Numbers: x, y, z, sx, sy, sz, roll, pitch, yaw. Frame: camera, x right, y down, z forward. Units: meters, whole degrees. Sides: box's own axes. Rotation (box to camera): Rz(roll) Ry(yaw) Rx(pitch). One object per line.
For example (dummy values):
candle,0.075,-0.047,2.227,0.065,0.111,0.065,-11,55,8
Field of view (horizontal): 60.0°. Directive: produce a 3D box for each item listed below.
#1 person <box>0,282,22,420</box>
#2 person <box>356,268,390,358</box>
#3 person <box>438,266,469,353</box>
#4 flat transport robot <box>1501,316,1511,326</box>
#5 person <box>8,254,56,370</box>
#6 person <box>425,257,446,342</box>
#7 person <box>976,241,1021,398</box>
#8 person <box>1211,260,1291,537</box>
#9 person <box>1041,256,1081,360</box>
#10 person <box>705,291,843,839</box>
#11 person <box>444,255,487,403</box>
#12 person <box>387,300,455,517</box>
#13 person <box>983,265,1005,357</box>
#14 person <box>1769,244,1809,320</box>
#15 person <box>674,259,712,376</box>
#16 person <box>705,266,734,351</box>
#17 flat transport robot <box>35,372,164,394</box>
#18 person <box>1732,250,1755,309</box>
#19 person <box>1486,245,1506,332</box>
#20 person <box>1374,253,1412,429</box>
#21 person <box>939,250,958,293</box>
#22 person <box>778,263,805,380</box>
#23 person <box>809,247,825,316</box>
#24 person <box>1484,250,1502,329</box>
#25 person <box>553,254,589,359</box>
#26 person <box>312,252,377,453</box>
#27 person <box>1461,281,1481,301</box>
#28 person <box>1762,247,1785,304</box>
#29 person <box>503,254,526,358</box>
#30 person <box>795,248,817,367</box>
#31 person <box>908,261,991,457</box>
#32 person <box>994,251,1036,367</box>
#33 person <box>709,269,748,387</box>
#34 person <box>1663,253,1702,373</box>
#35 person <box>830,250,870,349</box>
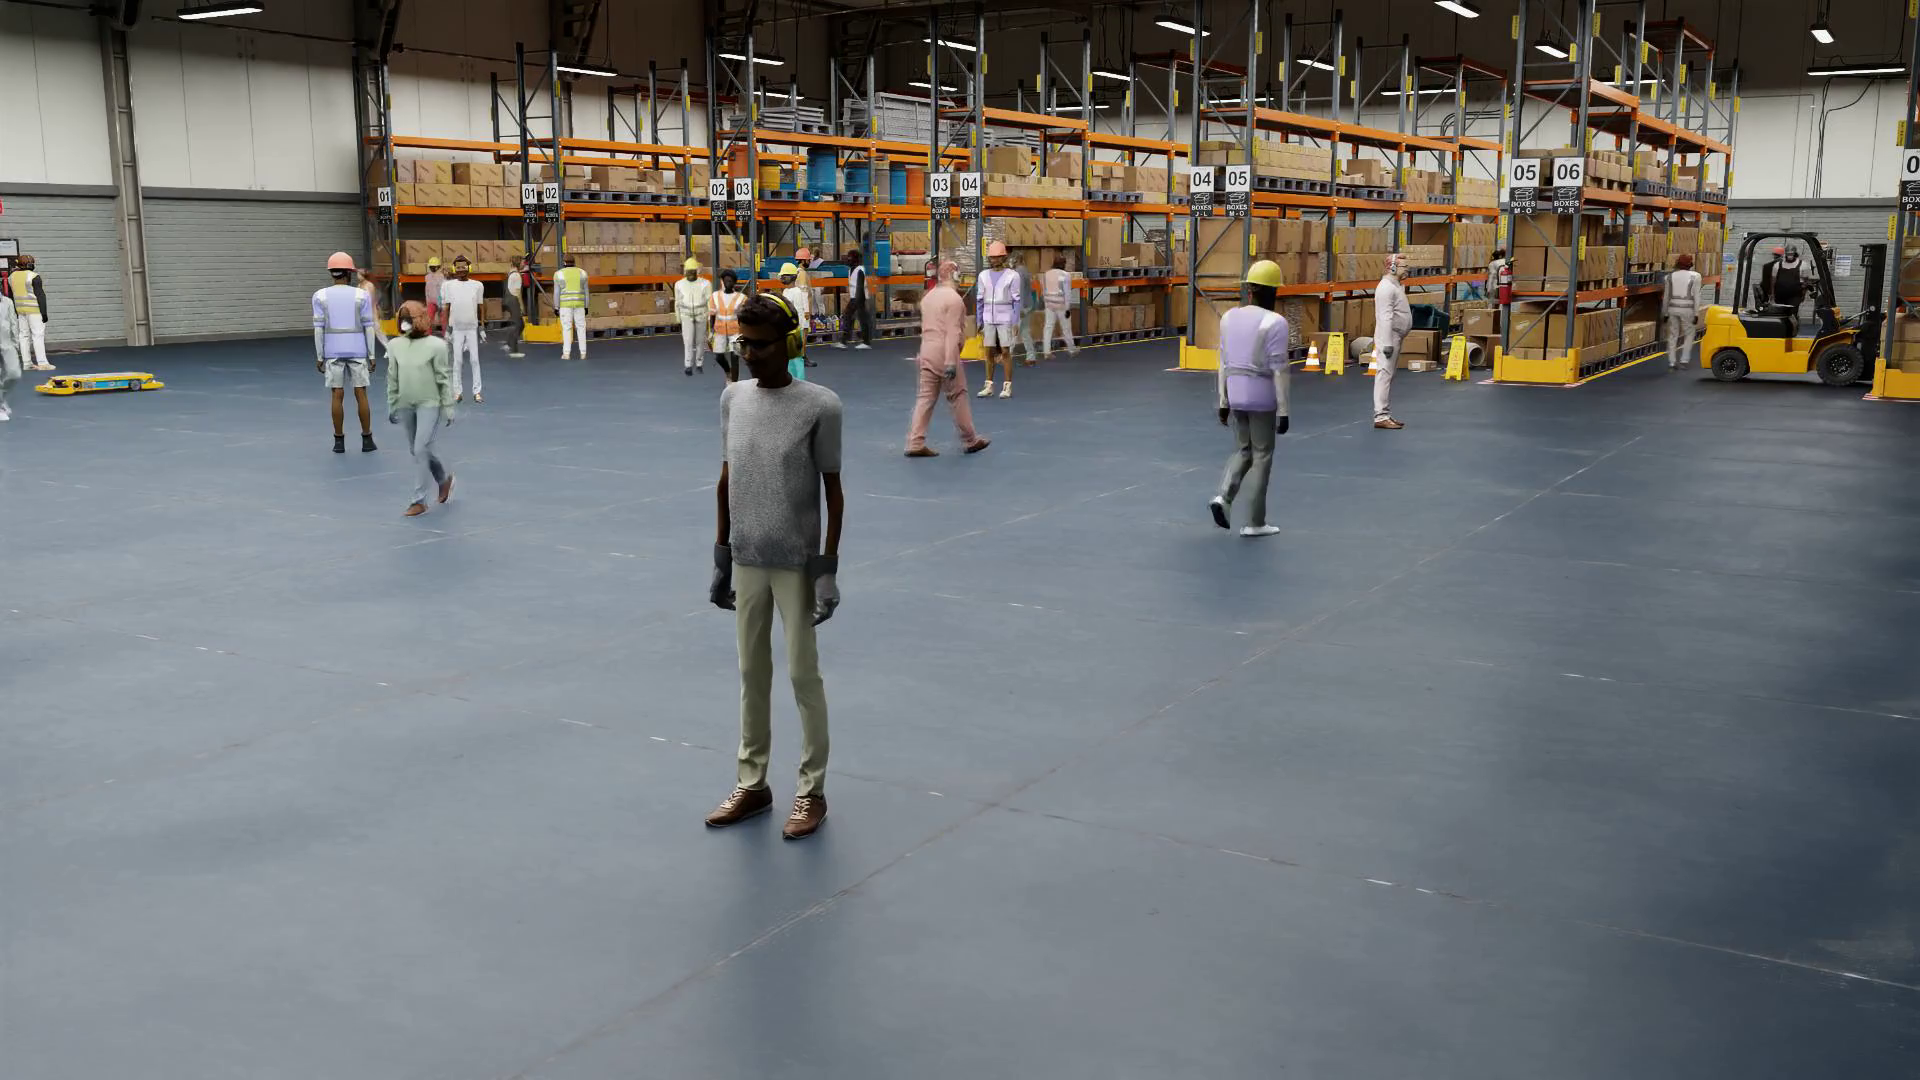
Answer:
person,-11.048,-2.232,19.073,0.408,1.724,0.500,7,12,34
person,-10.384,-3.985,29.266,0.525,1.594,0.872,8,13,38
person,-9.426,-4.285,30.919,0.517,1.613,0.809,7,12,33
flat transport robot,13.447,-5.370,40.722,1.431,0.197,0.652,-5,11,-25
person,-14.823,-3.624,26.549,0.627,1.844,0.429,3,11,16
person,-10.237,-4.621,32.398,0.550,1.733,0.731,3,11,16
person,0.485,-2.869,21.763,0.627,2.041,0.388,5,11,27
person,2.016,-0.960,11.429,0.460,1.908,0.604,-8,13,-37
person,1.757,-4.067,29.153,0.657,1.791,0.941,8,13,37
person,-0.637,0.089,5.689,0.518,1.865,0.326,5,11,25
person,-6.279,-2.664,21.105,0.513,1.867,0.328,-3,10,-15
person,-4.057,-1.013,12.588,0.510,1.607,0.765,3,11,16
person,0.696,-3.851,28.312,0.547,1.652,0.836,8,13,39
person,16.971,-5.079,34.138,0.687,2.000,0.699,8,13,37
person,-4.098,-3.435,25.656,0.599,1.786,0.927,-1,10,-7
person,-4.374,-4.281,30.879,0.673,1.608,0.504,-1,10,-7
flat transport robot,-11.732,-2.150,22.690,0.652,0.197,1.431,8,13,38
person,17.947,-5.770,38.428,0.795,1.911,0.645,4,11,23
person,12.405,-5.748,38.069,0.657,1.992,1.029,3,10,14
person,4.747,-2.177,18.254,0.405,1.911,0.636,4,11,20
person,-0.315,-5.011,34.162,0.659,1.892,0.619,7,13,36
person,-2.228,-2.751,21.872,0.314,1.768,0.527,-6,12,-29
person,-3.432,-6.012,39.648,0.630,1.940,0.373,10,14,44
person,12.686,-5.926,39.407,0.514,1.858,0.325,3,10,15
person,-6.803,-4.082,29.120,0.622,1.843,0.429,-5,11,-25
person,-5.959,-1.811,16.133,0.549,1.932,0.373,-3,11,-17
person,13.173,-6.546,43.047,0.587,1.789,0.975,-9,14,-42
person,18.297,-5.602,37.361,0.969,1.949,0.636,-8,13,-37
person,-7.881,-4.135,29.467,0.427,1.821,0.584,-6,12,-31
person,-2.570,-3.815,27.348,0.359,1.938,0.545,-4,11,-20
person,-0.105,-1.720,15.874,0.960,1.844,0.700,-7,12,-35
person,0.901,-3.789,27.335,0.804,1.893,0.714,2,10,10
person,-3.071,-2.778,22.226,0.545,1.682,0.556,1,10,6
person,11.360,-3.567,26.132,0.600,1.866,0.646,10,14,44
person,-2.103,-4.592,31.827,0.868,1.884,0.626,-5,11,-25
